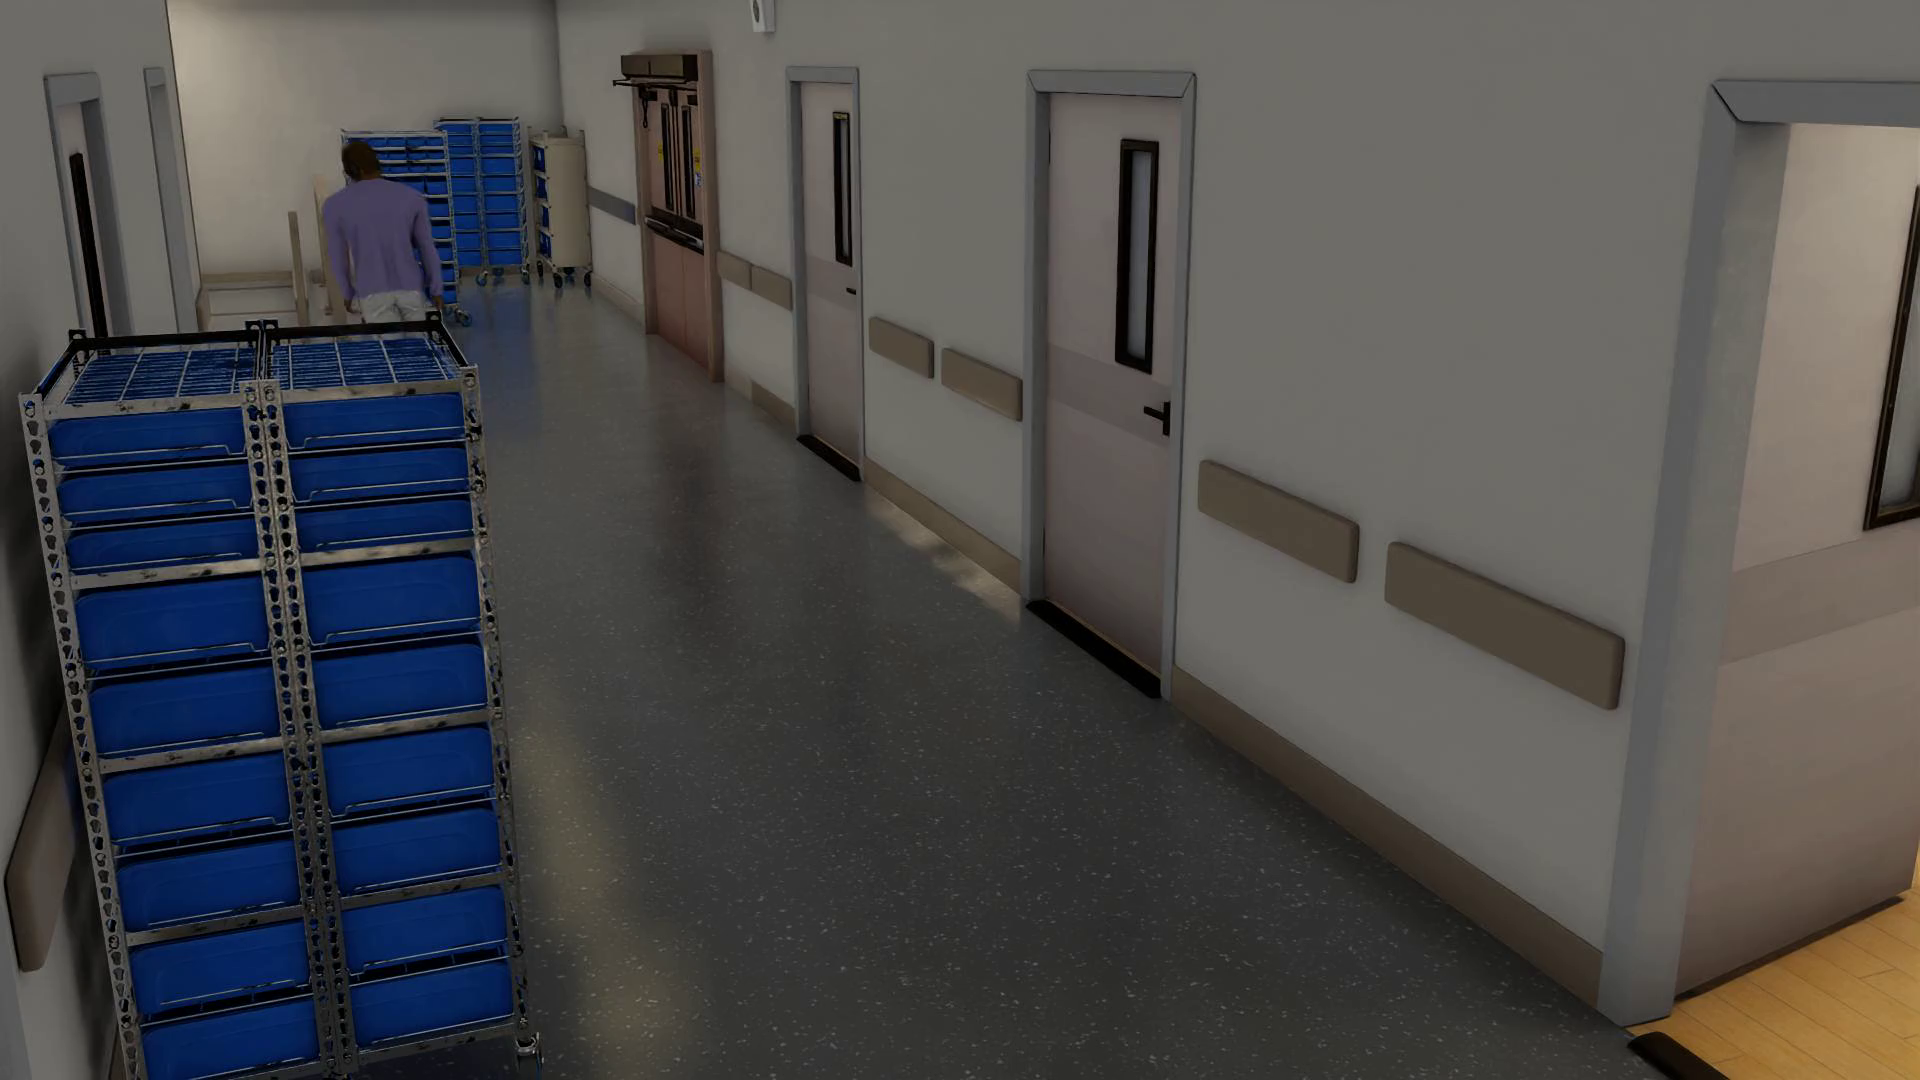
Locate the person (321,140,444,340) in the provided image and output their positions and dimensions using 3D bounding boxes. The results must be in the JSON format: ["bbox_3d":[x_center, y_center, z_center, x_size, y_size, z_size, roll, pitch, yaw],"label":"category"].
[{"bbox_3d":[-3.622,-1.549,10.492,0.665,1.888,0.576,-9,19,-30],"label":"person"}]
